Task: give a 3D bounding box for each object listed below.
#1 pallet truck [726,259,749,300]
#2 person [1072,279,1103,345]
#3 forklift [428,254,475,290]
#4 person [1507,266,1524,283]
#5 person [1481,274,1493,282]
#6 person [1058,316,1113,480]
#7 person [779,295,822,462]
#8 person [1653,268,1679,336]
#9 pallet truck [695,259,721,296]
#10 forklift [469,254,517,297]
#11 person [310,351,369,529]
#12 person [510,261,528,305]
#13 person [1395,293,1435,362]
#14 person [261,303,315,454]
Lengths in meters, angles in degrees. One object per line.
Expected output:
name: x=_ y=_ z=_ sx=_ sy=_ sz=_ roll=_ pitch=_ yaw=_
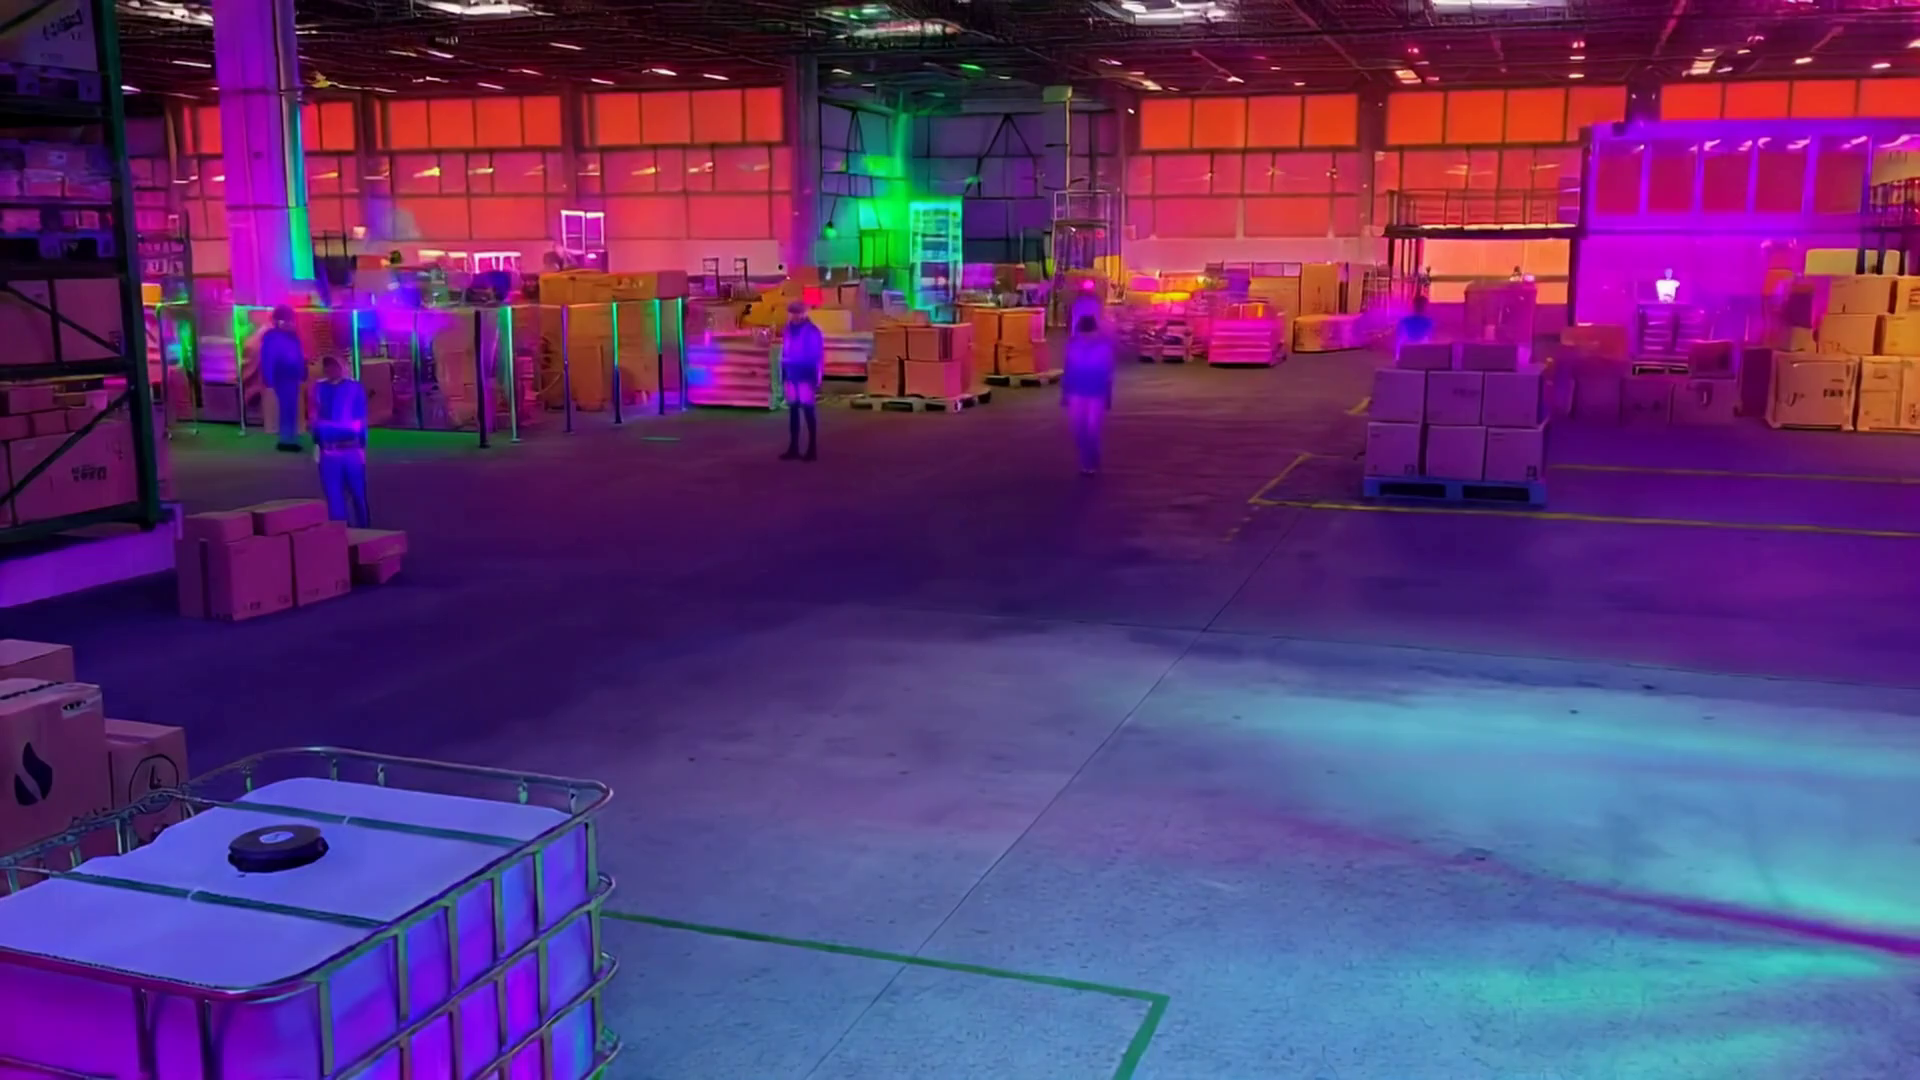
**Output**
pallet truck: x=-7.986 y=-9.493 z=62.019 sx=0.823 sy=1.965 sz=1.885 roll=3 pitch=11 yaw=17
person: x=2.224 y=-3.629 z=29.249 sx=0.548 sy=1.915 sz=0.831 roll=4 pitch=11 yaw=20
forklift: x=-20.133 y=-10.254 z=65.465 sx=1.157 sy=1.987 sz=2.680 roll=3 pitch=11 yaw=19
person: x=17.252 y=-7.579 z=51.692 sx=0.538 sy=1.834 sz=0.423 roll=3 pitch=10 yaw=16
person: x=9.972 y=-4.085 z=31.684 sx=0.641 sy=1.951 sz=0.466 roll=5 pitch=11 yaw=28
person: x=1.335 y=-1.519 z=17.824 sx=0.532 sy=1.748 sz=0.604 roll=5 pitch=11 yaw=26
person: x=-1.868 y=-1.863 z=19.226 sx=0.551 sy=1.932 sz=0.377 roll=6 pitch=12 yaw=30
person: x=18.726 y=-6.258 z=44.125 sx=0.636 sy=1.892 sz=0.675 roll=4 pitch=11 yaw=23
pallet truck: x=-9.165 y=-9.627 z=62.776 sx=0.823 sy=1.965 sz=1.885 roll=4 pitch=11 yaw=23
forklift: x=-17.990 y=-10.121 z=64.684 sx=1.157 sy=1.987 sz=2.680 roll=3 pitch=11 yaw=17
person: x=-5.123 y=-0.745 z=13.758 sx=0.514 sy=1.641 sz=0.309 roll=2 pitch=10 yaw=10
person: x=-12.845 y=-7.134 z=48.631 sx=0.392 sy=2.034 sz=0.605 roll=7 pitch=12 yaw=36
person: x=6.233 y=-2.462 z=22.835 sx=0.551 sy=1.854 sz=0.556 roll=1 pitch=10 yaw=5
person: x=-8.001 y=-1.938 z=20.001 sx=0.724 sy=1.805 sz=0.608 roll=2 pitch=10 yaw=14
